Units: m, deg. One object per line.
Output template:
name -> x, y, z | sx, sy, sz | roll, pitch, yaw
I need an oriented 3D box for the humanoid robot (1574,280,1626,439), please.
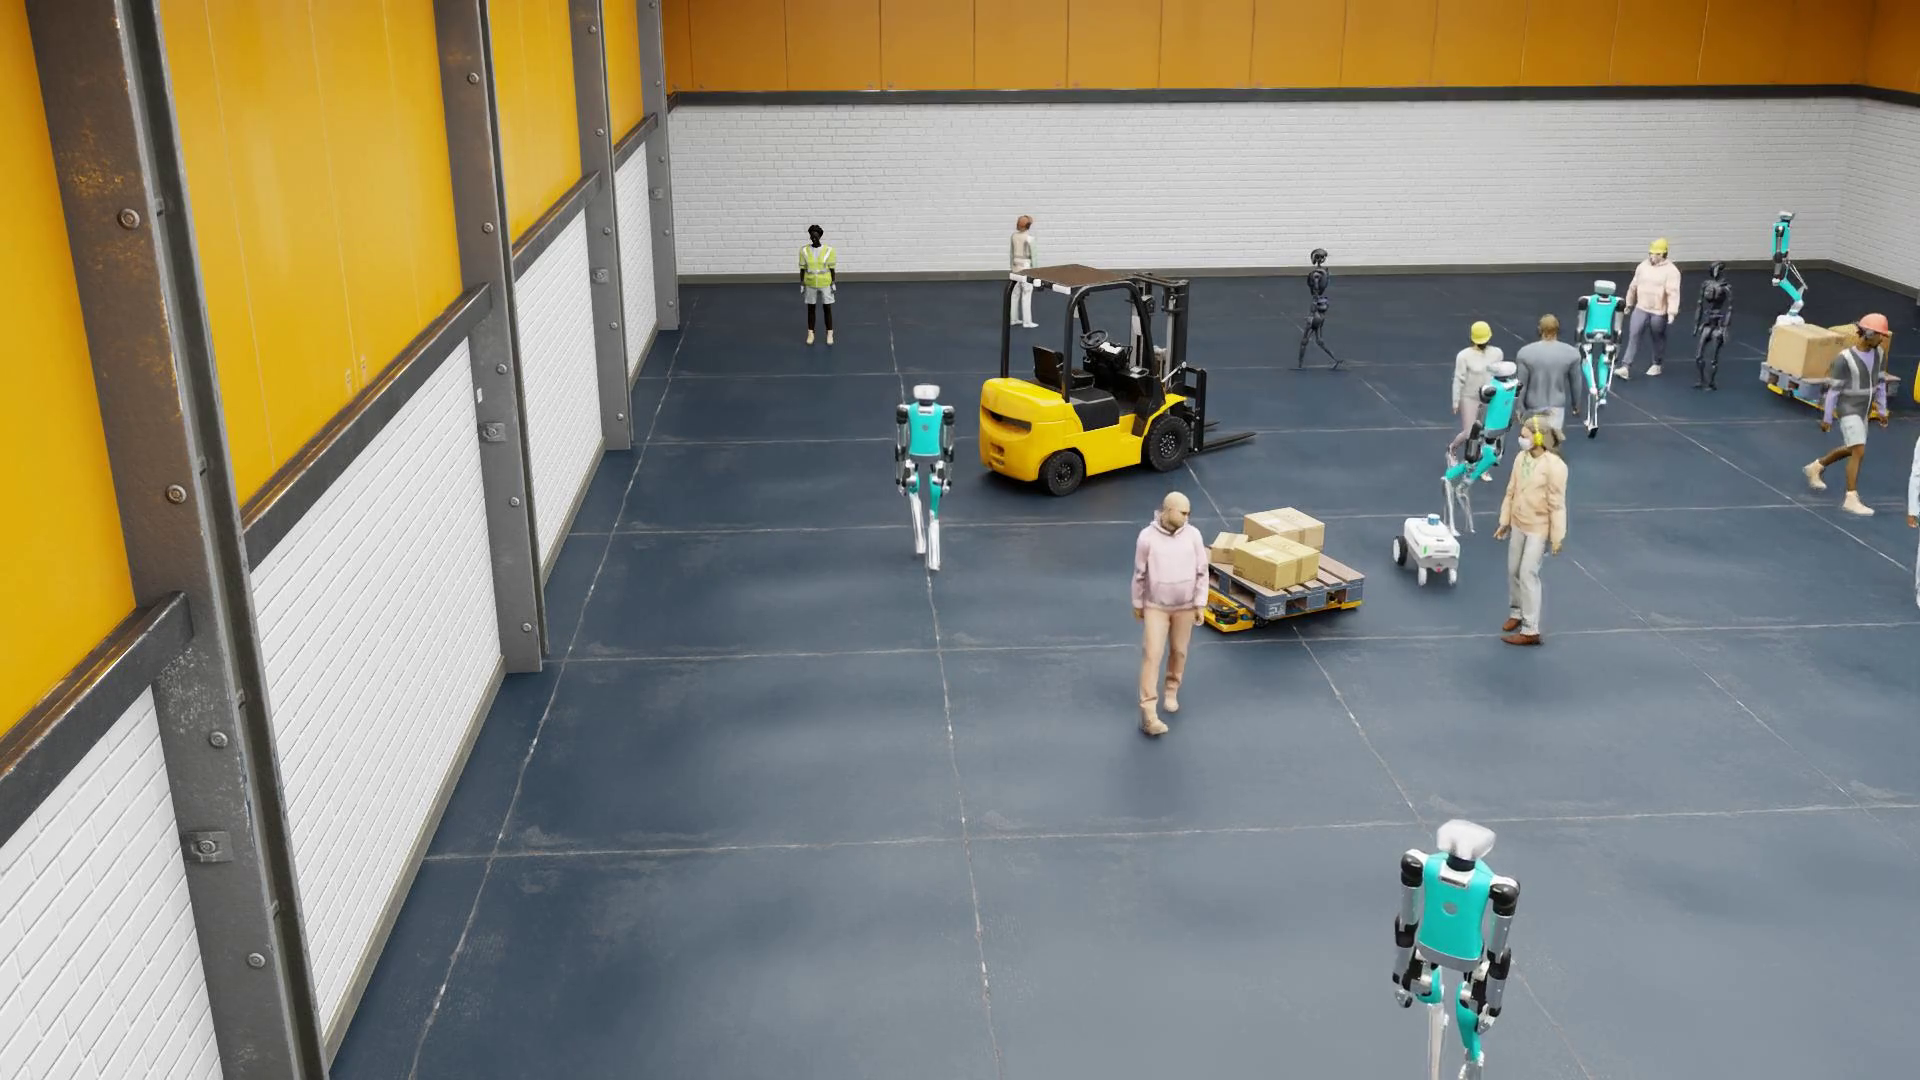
humanoid robot -> 7.350, -2.027, 19.079 | 0.531, 1.777, 0.988 | 3, 20, 8

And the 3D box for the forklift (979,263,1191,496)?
forklift -> 1.315, -1.764, 17.646 | 2.313, 2.155, 1.214 | -14, 24, -33

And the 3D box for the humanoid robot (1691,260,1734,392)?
humanoid robot -> 9.488, -2.694, 20.930 | 0.338, 1.638, 0.608 | -7, 21, -18

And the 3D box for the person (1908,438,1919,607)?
person -> 8.250, -0.217, 13.929 | 0.616, 1.869, 0.808 | 12, 24, 30

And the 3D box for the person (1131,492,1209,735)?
person -> 1.537, 0.515, 12.084 | 0.523, 1.738, 0.730 | -3, 20, -7

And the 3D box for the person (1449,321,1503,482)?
person -> 5.436, -1.495, 17.568 | 0.588, 1.728, 0.530 | -5, 21, -14

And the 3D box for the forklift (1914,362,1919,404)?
forklift -> 12.602, -2.435, 19.475 | 2.313, 2.155, 1.214 | -1, 20, -4

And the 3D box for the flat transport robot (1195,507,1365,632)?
flat transport robot -> 2.679, 0.492, 14.286 | 1.431, 0.231, 0.659 | -9, 22, -24

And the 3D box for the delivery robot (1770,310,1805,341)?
delivery robot -> 11.516, -2.868, 23.052 | 0.499, 0.613, 0.803 | 7, 21, 19

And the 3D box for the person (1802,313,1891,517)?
person -> 8.980, -1.315, 16.733 | 0.593, 1.967, 0.970 | -10, 22, -25

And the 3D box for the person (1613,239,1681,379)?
person -> 8.906, -2.977, 21.494 | 0.959, 1.813, 0.815 | -19, 27, -41

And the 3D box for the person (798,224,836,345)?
person -> -1.996, -3.580, 23.316 | 0.534, 1.693, 0.320 | 1, 20, 3

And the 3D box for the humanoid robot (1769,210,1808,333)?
humanoid robot -> 11.967, -3.853, 23.928 | 0.703, 1.739, 0.530 | 11, 23, 28

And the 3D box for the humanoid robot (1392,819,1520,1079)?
humanoid robot -> 2.376, 2.096, 7.930 | 0.536, 1.878, 0.731 | 12, 24, 30

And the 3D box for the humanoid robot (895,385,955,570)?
humanoid robot -> -0.318, -0.602, 15.112 | 0.547, 1.731, 0.987 | 0, 20, -1

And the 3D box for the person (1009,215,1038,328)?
person -> 0.928, -3.931, 24.346 | 0.308, 1.636, 0.521 | -18, 27, -40

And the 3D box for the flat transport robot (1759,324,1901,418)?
flat transport robot -> 10.669, -1.777, 20.469 | 0.659, 0.231, 1.431 | -3, 20, -8

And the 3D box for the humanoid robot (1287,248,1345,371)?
humanoid robot -> 4.727, -3.013, 21.844 | 0.728, 1.635, 0.616 | 6, 21, 16

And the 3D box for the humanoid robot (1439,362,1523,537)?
humanoid robot -> 4.872, -0.863, 15.899 | 0.532, 1.807, 0.789 | -14, 24, -34

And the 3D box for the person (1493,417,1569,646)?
person -> 4.674, -0.087, 13.583 | 0.483, 1.851, 0.624 | -8, 22, -21

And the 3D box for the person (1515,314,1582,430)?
person -> 5.990, -1.365, 17.032 | 0.663, 1.875, 1.089 | 8, 22, 20

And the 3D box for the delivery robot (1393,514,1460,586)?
delivery robot -> 4.256, 0.056, 15.060 | 0.499, 0.595, 0.781 | 0, 20, 0
